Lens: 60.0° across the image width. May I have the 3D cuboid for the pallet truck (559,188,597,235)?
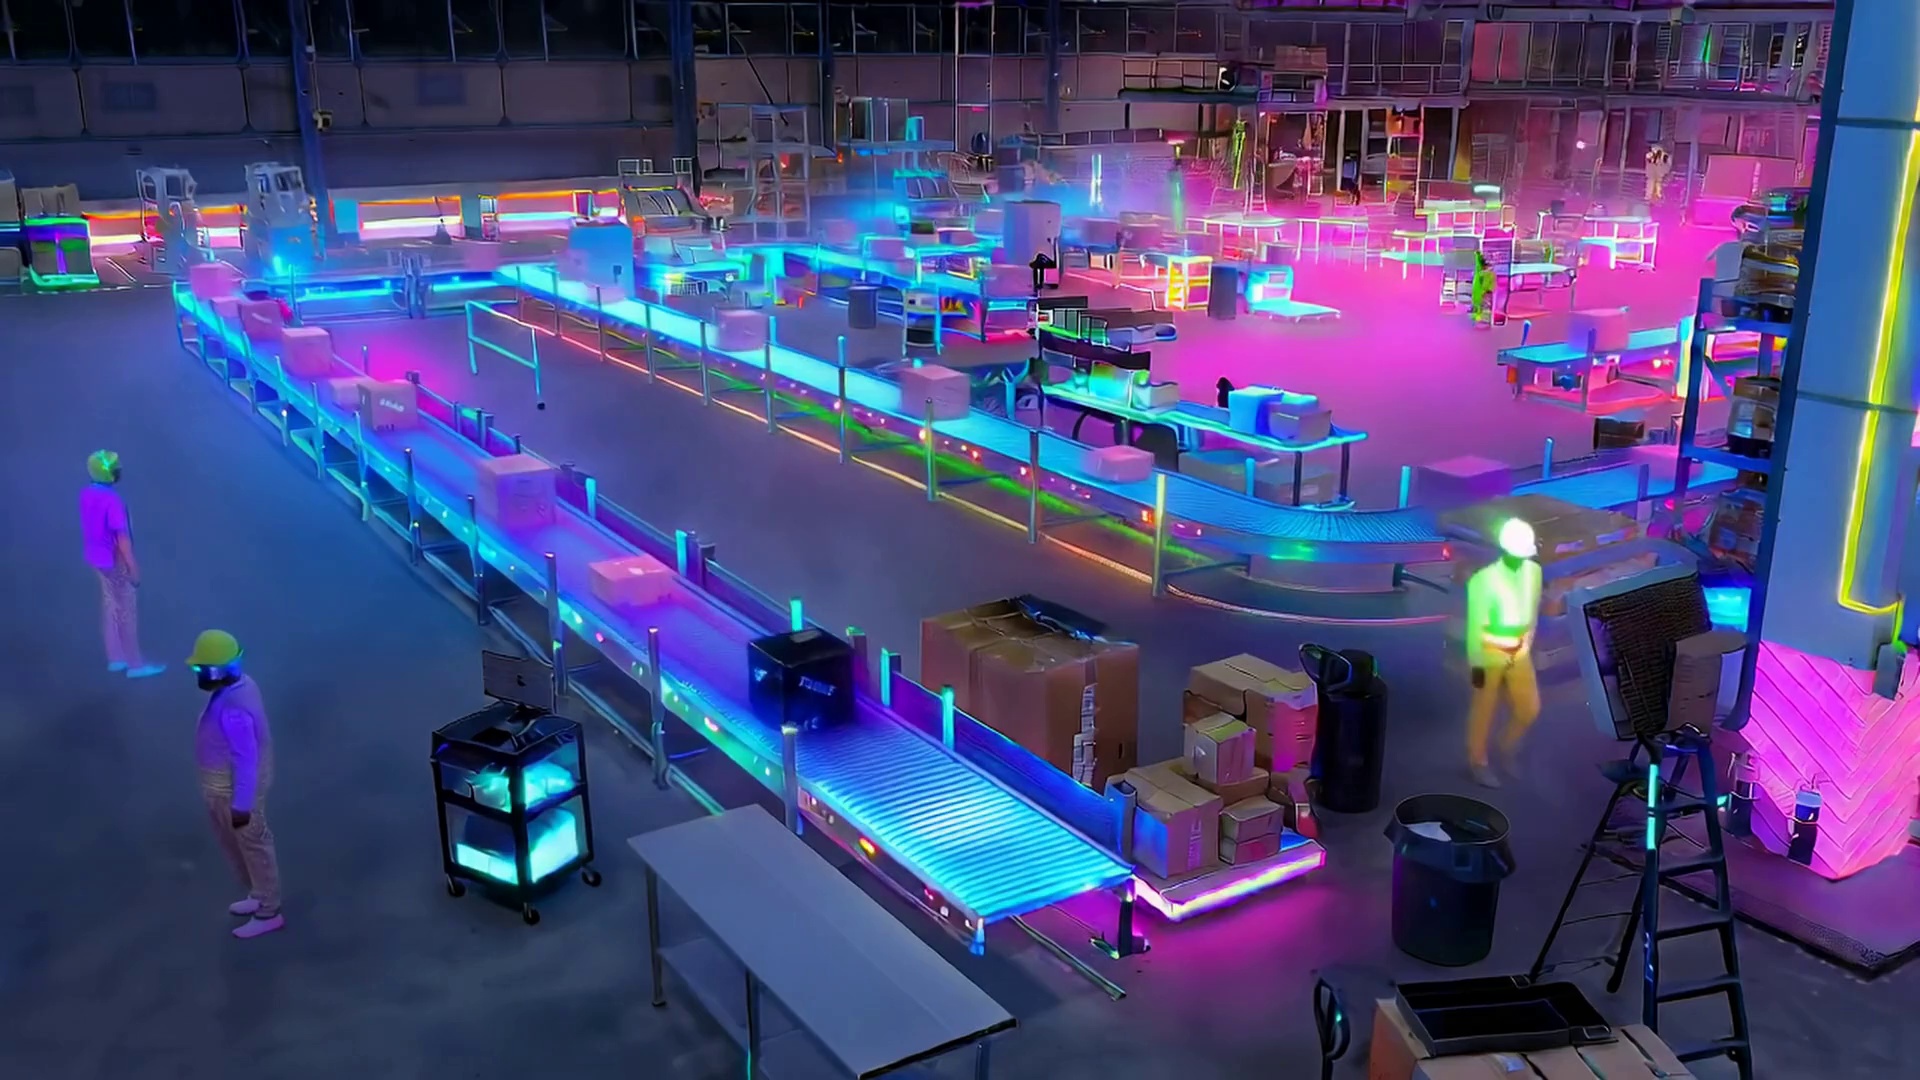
[{"bbox_3d":[-10.010,-8.652,43.699,0.653,1.274,1.630,-10,20,-31],"label":"pallet truck"}]

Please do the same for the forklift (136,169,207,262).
[{"bbox_3d":[-17.842,-7.318,37.559,1.157,1.987,2.680,-10,20,-31],"label":"forklift"}]

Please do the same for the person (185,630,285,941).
[{"bbox_3d":[-4.097,1.374,9.429,0.403,1.832,0.594,-7,18,-21],"label":"person"}]

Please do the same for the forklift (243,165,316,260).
[{"bbox_3d":[-15.898,-7.669,38.708,1.157,1.987,2.680,-11,20,-33],"label":"forklift"}]

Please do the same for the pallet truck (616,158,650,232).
[{"bbox_3d":[-8.918,-9.176,44.255,0.823,1.965,1.885,-9,19,-27],"label":"pallet truck"}]

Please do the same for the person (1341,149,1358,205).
[{"bbox_3d":[11.957,-11.100,51.071,0.518,1.756,0.348,10,19,30],"label":"person"}]

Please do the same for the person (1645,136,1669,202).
[{"bbox_3d":[22.155,-11.798,52.904,0.688,2.000,0.536,8,19,25],"label":"person"}]

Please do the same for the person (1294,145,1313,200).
[{"bbox_3d":[10.725,-11.376,51.871,0.596,1.835,0.973,-9,19,-28],"label":"person"}]

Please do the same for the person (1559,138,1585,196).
[{"bbox_3d":[20.288,-12.342,54.968,0.886,1.900,0.594,15,22,41],"label":"person"}]

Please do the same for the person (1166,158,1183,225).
[{"bbox_3d":[5.964,-9.714,46.332,0.387,1.840,0.594,-5,17,-16],"label":"person"}]

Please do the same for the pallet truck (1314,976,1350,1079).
[{"bbox_3d":[2.299,2.390,7.086,1.601,1.201,0.680,-2,17,-7],"label":"pallet truck"}]

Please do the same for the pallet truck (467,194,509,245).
[{"bbox_3d":[-11.983,-8.177,42.137,0.704,1.261,1.522,-11,20,-33],"label":"pallet truck"}]

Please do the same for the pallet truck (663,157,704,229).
[{"bbox_3d":[-7.586,-9.308,44.692,0.823,1.965,1.885,-11,20,-33],"label":"pallet truck"}]

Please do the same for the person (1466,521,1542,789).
[{"bbox_3d":[3.689,0.791,11.213,0.630,1.921,0.579,-7,18,-21],"label":"person"}]

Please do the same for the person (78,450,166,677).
[{"bbox_3d":[-6.783,0.194,13.328,0.563,1.847,0.389,12,20,34],"label":"person"}]

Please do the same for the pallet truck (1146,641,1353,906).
[{"bbox_3d":[1.664,1.407,10.232,1.630,1.274,0.653,-10,20,-31],"label":"pallet truck"}]

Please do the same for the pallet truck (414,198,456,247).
[{"bbox_3d":[-13.250,-8.060,41.856,0.680,1.201,1.601,-10,20,-31],"label":"pallet truck"}]
